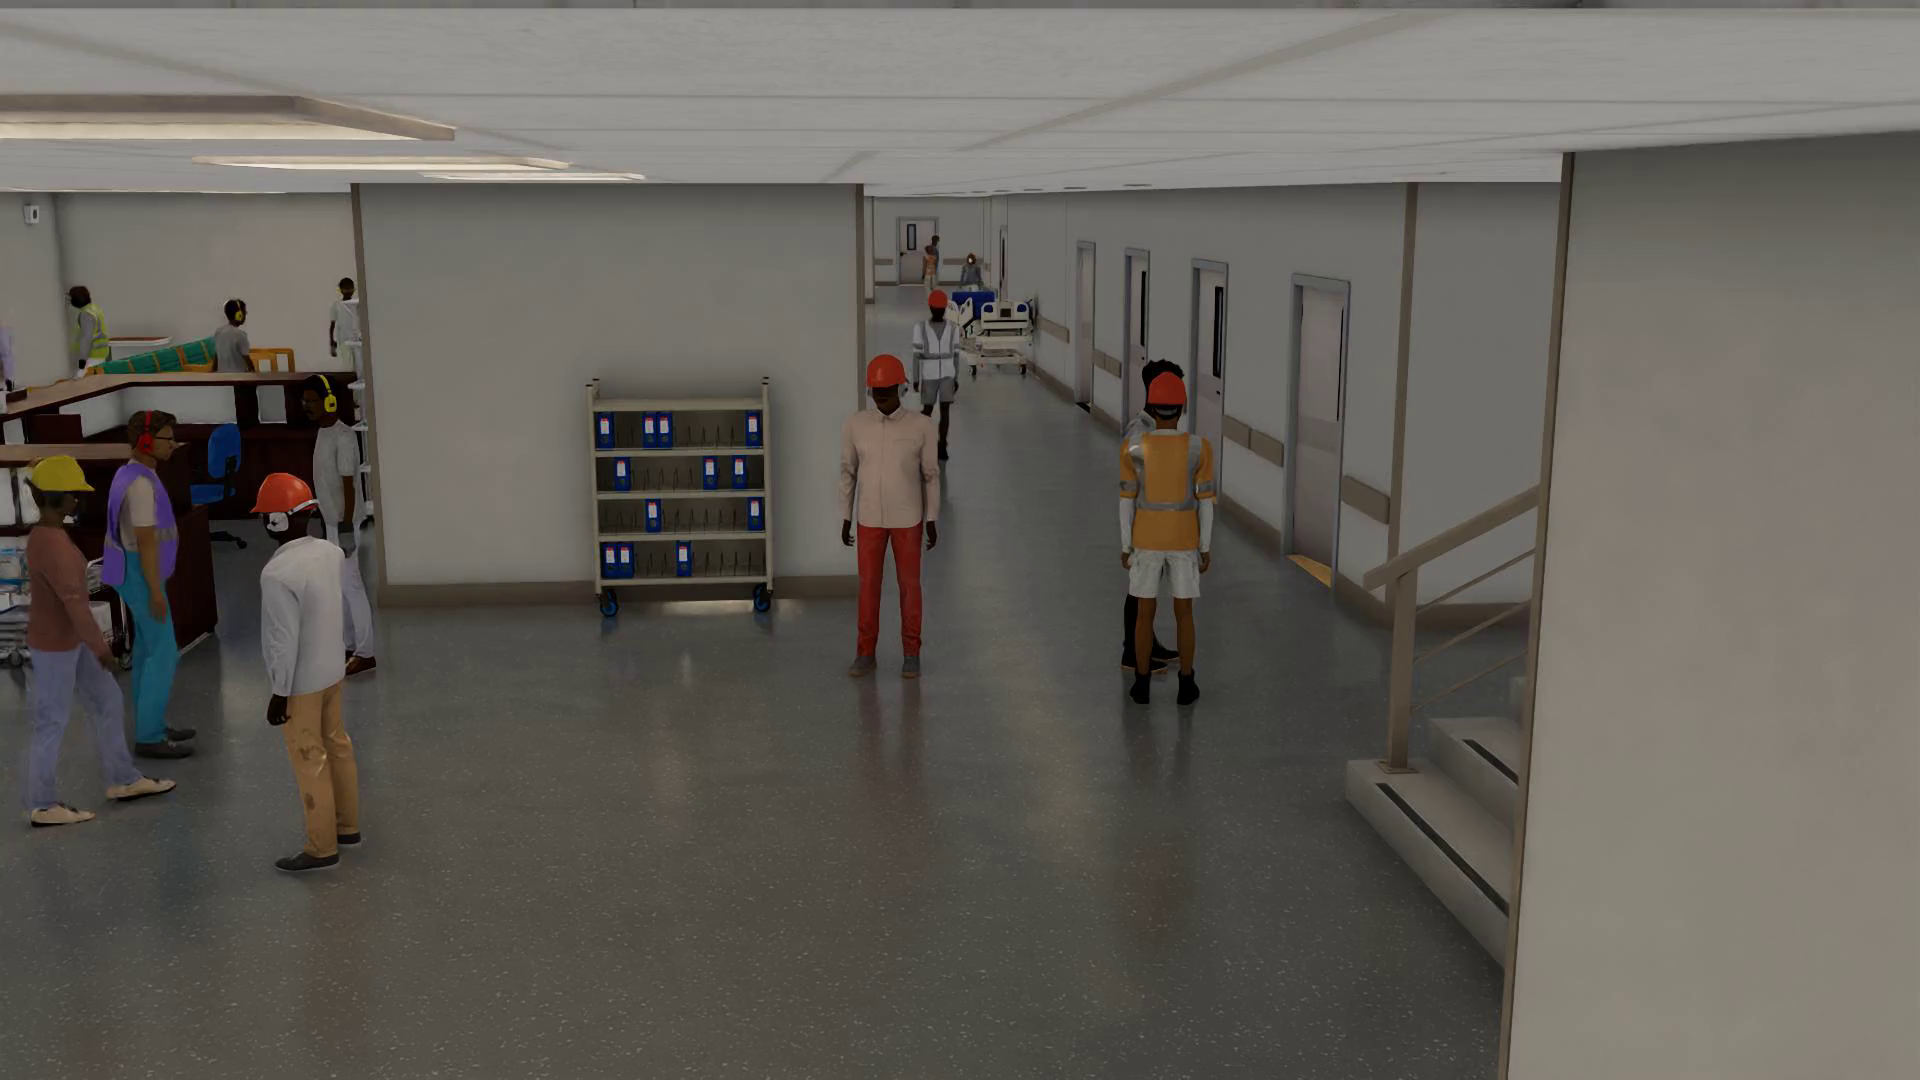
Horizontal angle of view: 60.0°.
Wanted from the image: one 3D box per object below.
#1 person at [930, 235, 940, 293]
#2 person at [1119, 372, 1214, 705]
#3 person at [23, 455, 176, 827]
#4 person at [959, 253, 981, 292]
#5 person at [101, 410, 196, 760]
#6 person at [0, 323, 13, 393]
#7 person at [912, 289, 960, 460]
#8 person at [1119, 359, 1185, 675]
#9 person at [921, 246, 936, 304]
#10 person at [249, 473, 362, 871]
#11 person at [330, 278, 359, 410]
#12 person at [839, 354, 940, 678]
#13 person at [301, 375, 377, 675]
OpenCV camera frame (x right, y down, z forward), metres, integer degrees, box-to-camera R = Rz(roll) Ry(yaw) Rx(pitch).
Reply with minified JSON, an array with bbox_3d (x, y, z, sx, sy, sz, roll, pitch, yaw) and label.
[{"bbox_3d":[-0.737,-7.693,47.244,0.386,1.927,0.641,0,12,-2],"label":"person"},{"bbox_3d":[1.186,-0.002,9.618,0.543,1.941,0.353,2,12,7],"label":"person"},{"bbox_3d":[-4.069,0.473,7.791,0.735,1.741,0.537,-5,13,-23],"label":"person"},{"bbox_3d":[0.271,-6.384,41.677,0.502,1.586,0.872,5,13,24],"label":"person"},{"bbox_3d":[-4.266,0.238,8.719,0.410,1.833,0.654,-5,13,-23],"label":"person"},{"bbox_3d":[-10.962,-1.789,18.668,0.657,1.813,0.744,-3,12,-13],"label":"person"},{"bbox_3d":[-0.273,-1.897,18.945,0.557,1.918,0.776,-2,12,-11],"label":"person"},{"bbox_3d":[1.183,-0.144,10.288,0.387,1.954,0.609,4,12,19],"label":"person"},{"bbox_3d":[-0.857,-7.489,46.985,0.312,1.627,0.571,10,16,41],"label":"person"},{"bbox_3d":[-2.882,0.572,7.269,0.343,1.749,0.573,1,12,6],"label":"person"},{"bbox_3d":[-8.461,-2.729,23.195,0.531,1.842,0.677,-8,14,-35],"label":"person"},{"bbox_3d":[-0.437,-0.139,10.153,0.623,1.992,0.396,2,12,9],"label":"person"},{"bbox_3d":[-3.843,-0.094,10.271,0.326,1.862,0.508,-8,14,-36],"label":"person"}]
